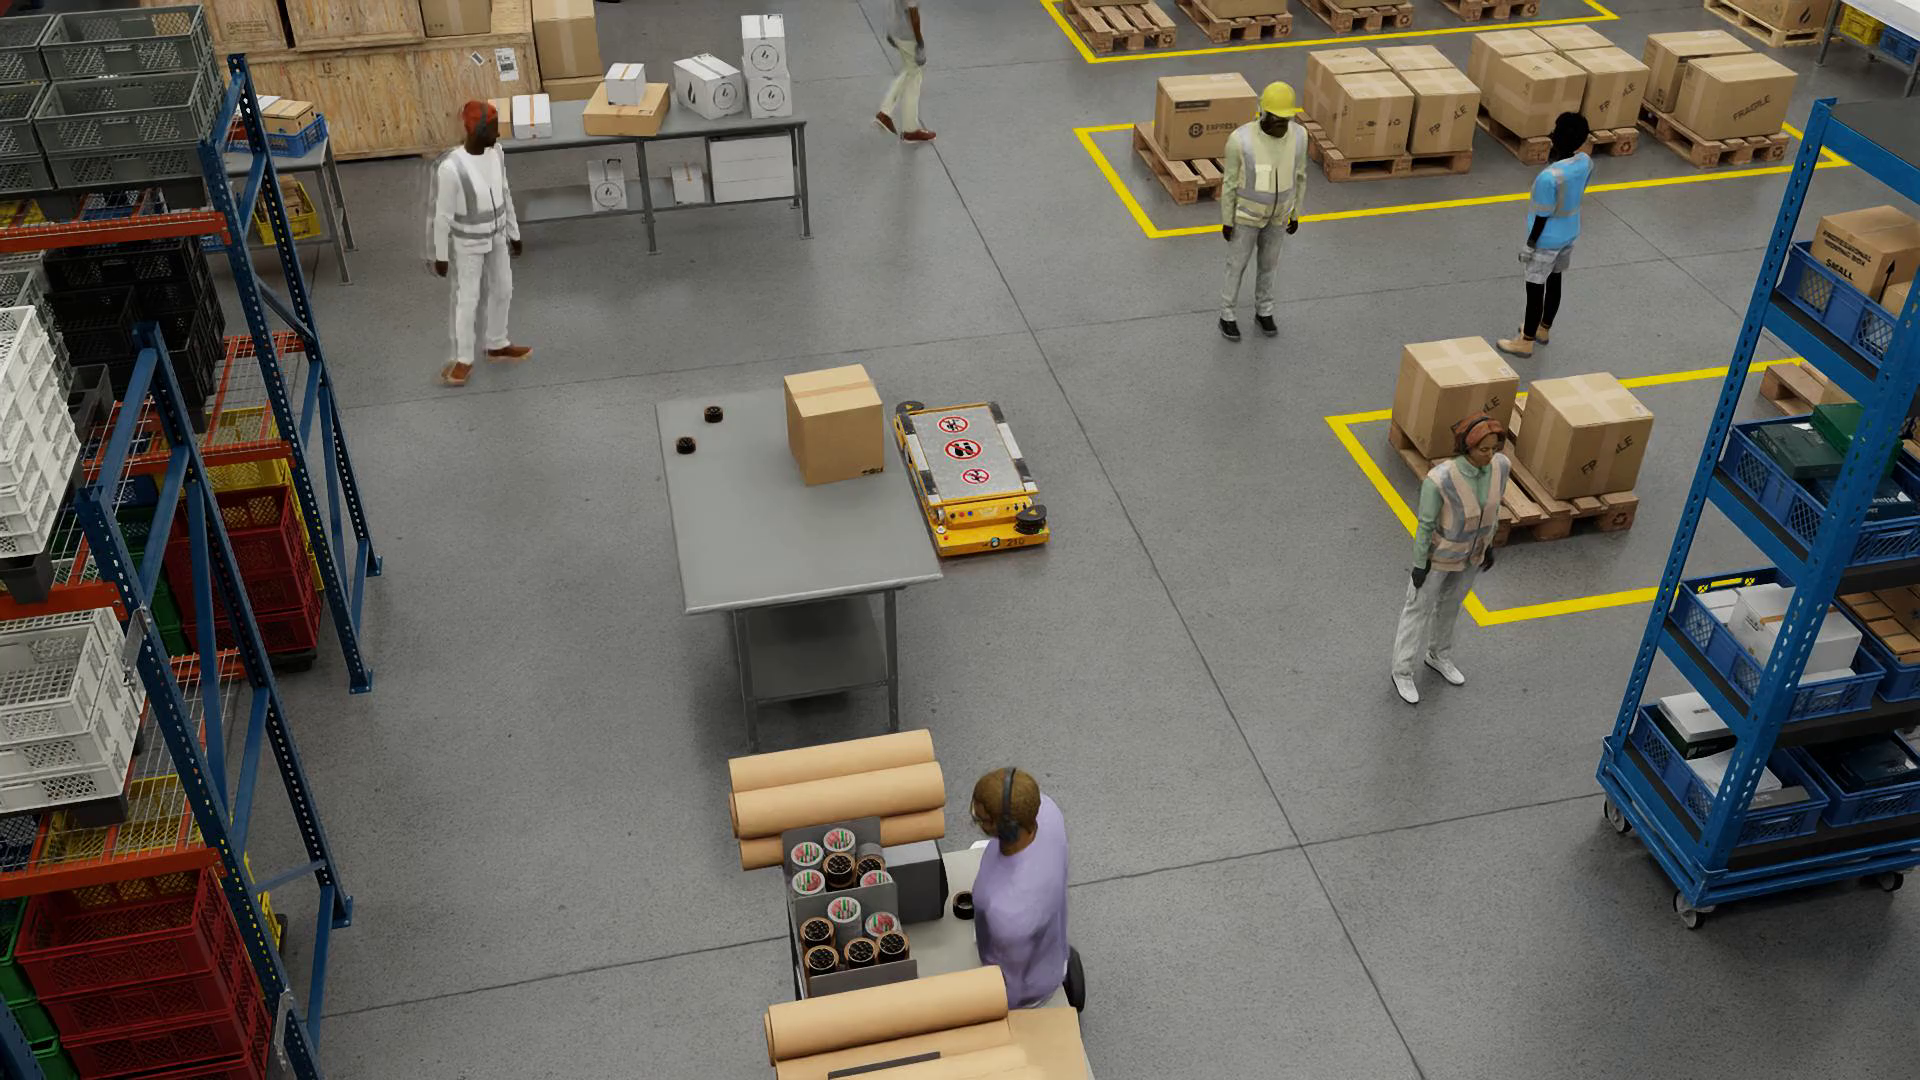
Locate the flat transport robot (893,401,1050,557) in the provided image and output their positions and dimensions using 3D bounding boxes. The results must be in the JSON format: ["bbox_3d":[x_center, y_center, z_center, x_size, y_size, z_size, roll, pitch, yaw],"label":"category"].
[{"bbox_3d":[0.046,-0.430,10.108,0.652,0.197,1.431,-8,37,-10],"label":"flat transport robot"}]

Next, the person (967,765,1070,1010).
[{"bbox_3d":[0.207,1.552,6.070,0.372,1.930,0.627,8,37,11],"label":"person"}]

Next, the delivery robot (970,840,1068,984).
[{"bbox_3d":[0.234,1.591,7.081,0.477,0.478,0.707,-5,37,-6],"label":"delivery robot"}]

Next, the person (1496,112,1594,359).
[{"bbox_3d":[3.916,-2.020,11.058,0.533,1.697,0.322,-28,45,-33],"label":"person"}]

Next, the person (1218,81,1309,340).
[{"bbox_3d":[2.043,-2.214,11.217,0.593,1.827,0.403,-9,37,-11],"label":"person"}]

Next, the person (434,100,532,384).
[{"bbox_3d":[-3.170,-1.915,10.794,0.404,1.847,0.747,19,41,23],"label":"person"}]

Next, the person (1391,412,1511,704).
[{"bbox_3d":[2.447,0.079,8.285,0.510,1.640,0.308,-17,40,-21],"label":"person"}]

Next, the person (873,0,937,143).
[{"bbox_3d":[-0.453,-4.211,13.870,0.433,1.854,0.562,-18,40,-22],"label":"person"}]
